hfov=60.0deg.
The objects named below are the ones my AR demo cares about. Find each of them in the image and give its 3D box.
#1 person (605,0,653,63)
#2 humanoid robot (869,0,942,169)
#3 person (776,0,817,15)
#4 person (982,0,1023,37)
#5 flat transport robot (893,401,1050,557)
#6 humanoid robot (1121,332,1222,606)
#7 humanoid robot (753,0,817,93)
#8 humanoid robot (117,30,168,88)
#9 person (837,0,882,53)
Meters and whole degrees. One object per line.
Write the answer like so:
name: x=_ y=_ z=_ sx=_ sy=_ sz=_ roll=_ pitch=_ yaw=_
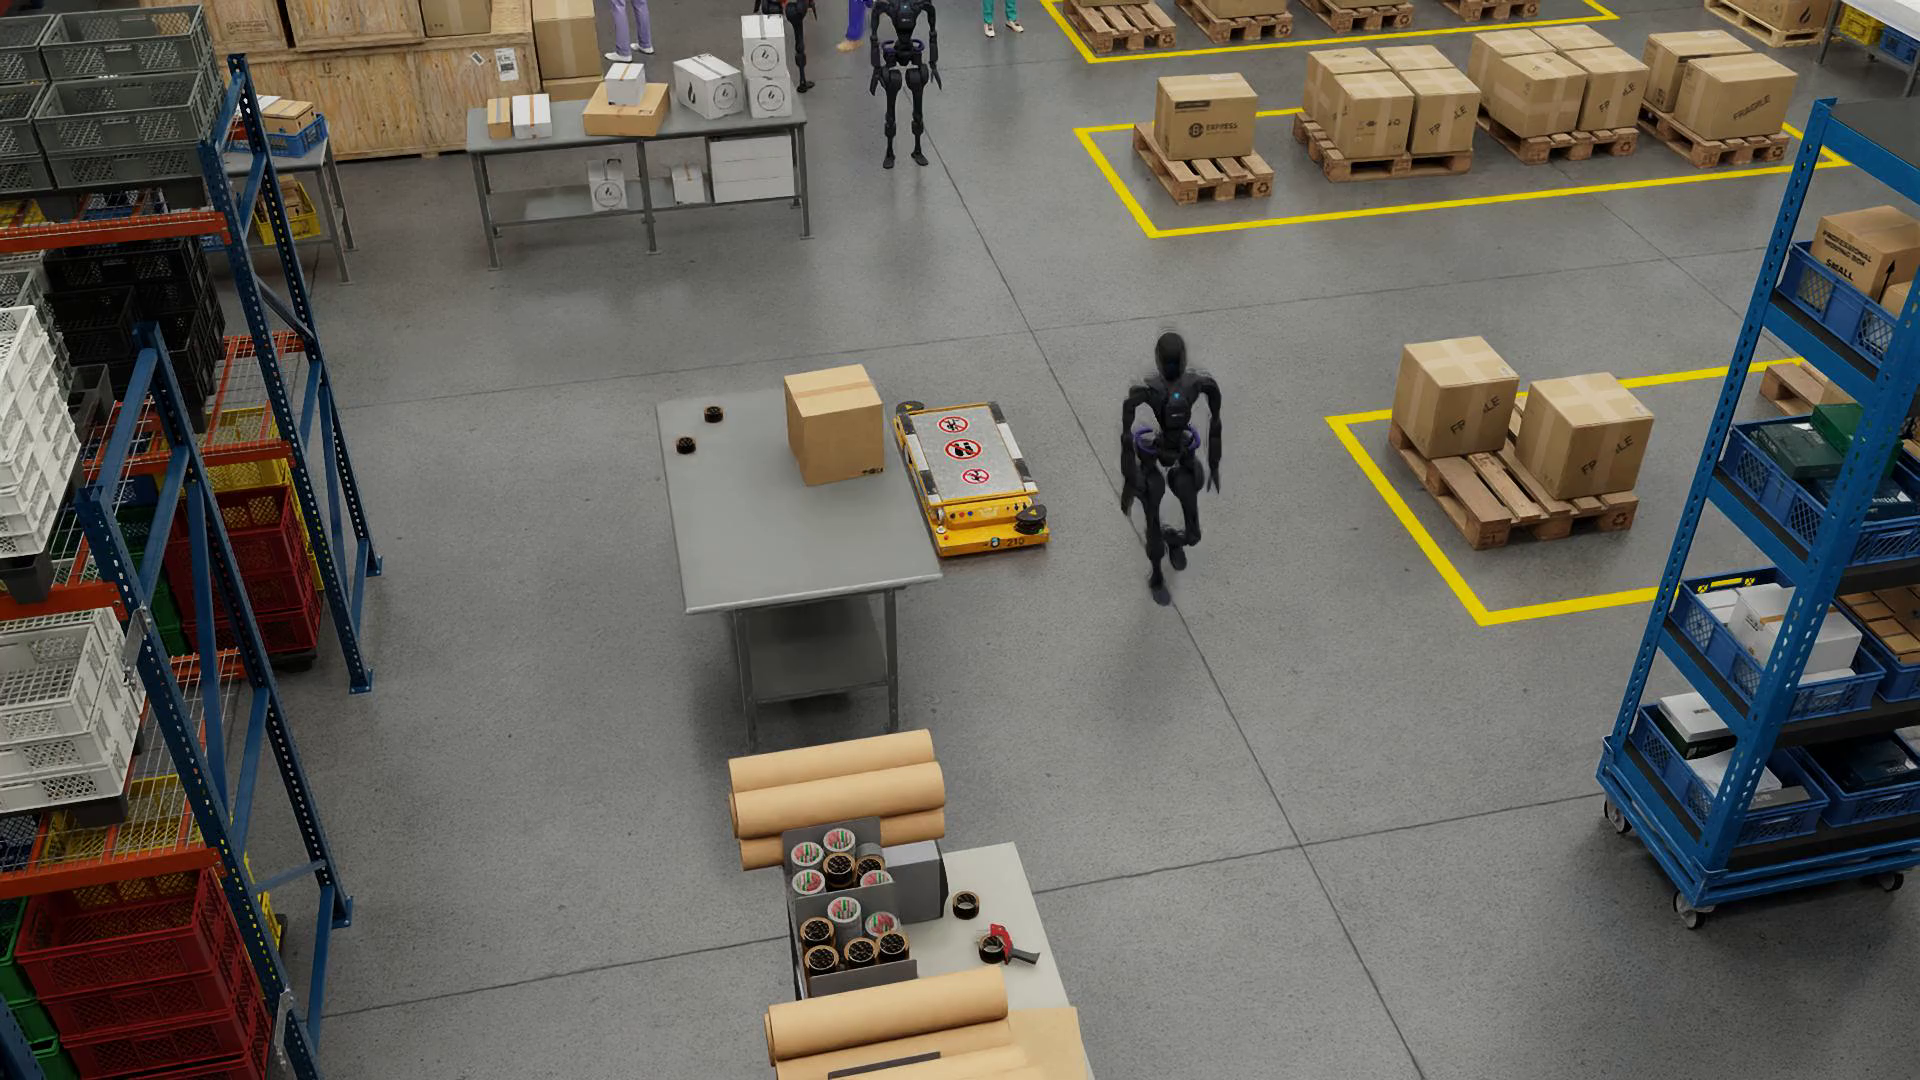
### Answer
person: x=-3.201 y=-5.438 z=15.485 sx=0.405 sy=1.918 sz=0.582 roll=25 pitch=43 yaw=29
humanoid robot: x=-0.448 y=-3.847 z=13.529 sx=0.596 sy=1.660 sz=0.323 roll=-7 pitch=37 yaw=-10
person: x=-1.713 y=-6.238 z=16.492 sx=0.609 sy=1.995 sz=0.381 roll=-6 pitch=37 yaw=-8
person: x=0.437 y=-5.766 z=16.049 sx=0.533 sy=1.765 sz=0.315 roll=-15 pitch=39 yaw=-19
flat transport robot: x=0.046 y=-0.430 z=10.108 sx=0.652 sy=0.197 sz=1.431 roll=-8 pitch=37 yaw=-10
humanoid robot: x=1.131 y=-0.393 z=8.902 sx=0.600 sy=1.647 sz=0.446 roll=-5 pitch=37 yaw=-6
humanoid robot: x=-1.583 y=-4.855 z=14.890 sx=0.601 sy=1.653 sz=0.313 roll=6 pitch=37 yaw=8
humanoid robot: x=-5.935 y=-3.088 z=12.552 sx=0.637 sy=1.655 sz=0.485 roll=29 pitch=46 yaw=33
person: x=-0.981 y=-5.734 z=15.778 sx=0.685 sy=2.000 sz=0.751 roll=28 pitch=45 yaw=32
